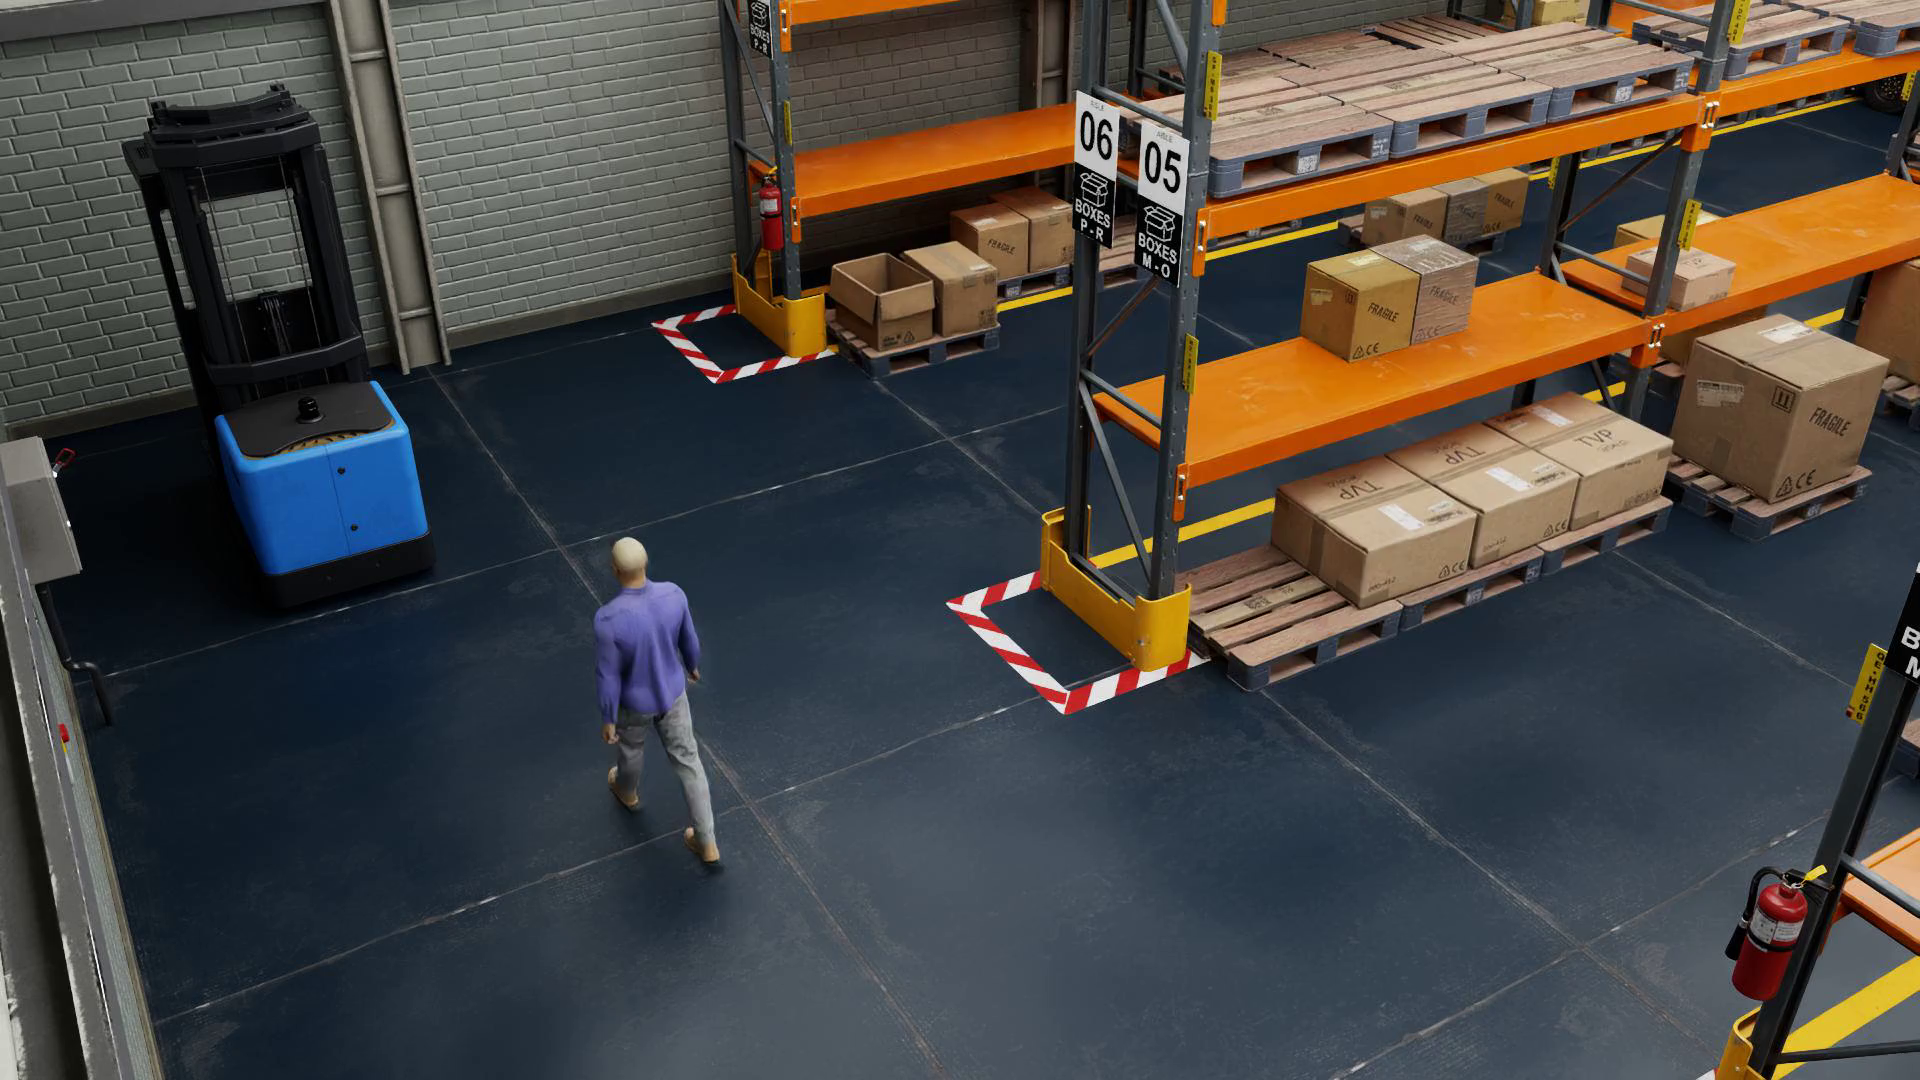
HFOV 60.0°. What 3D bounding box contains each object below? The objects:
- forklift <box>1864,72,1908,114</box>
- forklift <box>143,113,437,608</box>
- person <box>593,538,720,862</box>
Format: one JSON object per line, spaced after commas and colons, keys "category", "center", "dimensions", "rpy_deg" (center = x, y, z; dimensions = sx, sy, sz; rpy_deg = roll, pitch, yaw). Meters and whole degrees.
{"category": "forklift", "center": [11.468, -5.645, 18.244], "dimensions": [1.214, 2.155, 2.313], "rpy_deg": [-17, 36, -26]}
{"category": "forklift", "center": [-4.289, -1.259, 10.509], "dimensions": [1.129, 2.768, 1.873], "rpy_deg": [-17, 36, -26]}
{"category": "person", "center": [-1.540, 0.762, 8.308], "dimensions": [0.619, 1.748, 0.966], "rpy_deg": [-21, 37, -30]}
